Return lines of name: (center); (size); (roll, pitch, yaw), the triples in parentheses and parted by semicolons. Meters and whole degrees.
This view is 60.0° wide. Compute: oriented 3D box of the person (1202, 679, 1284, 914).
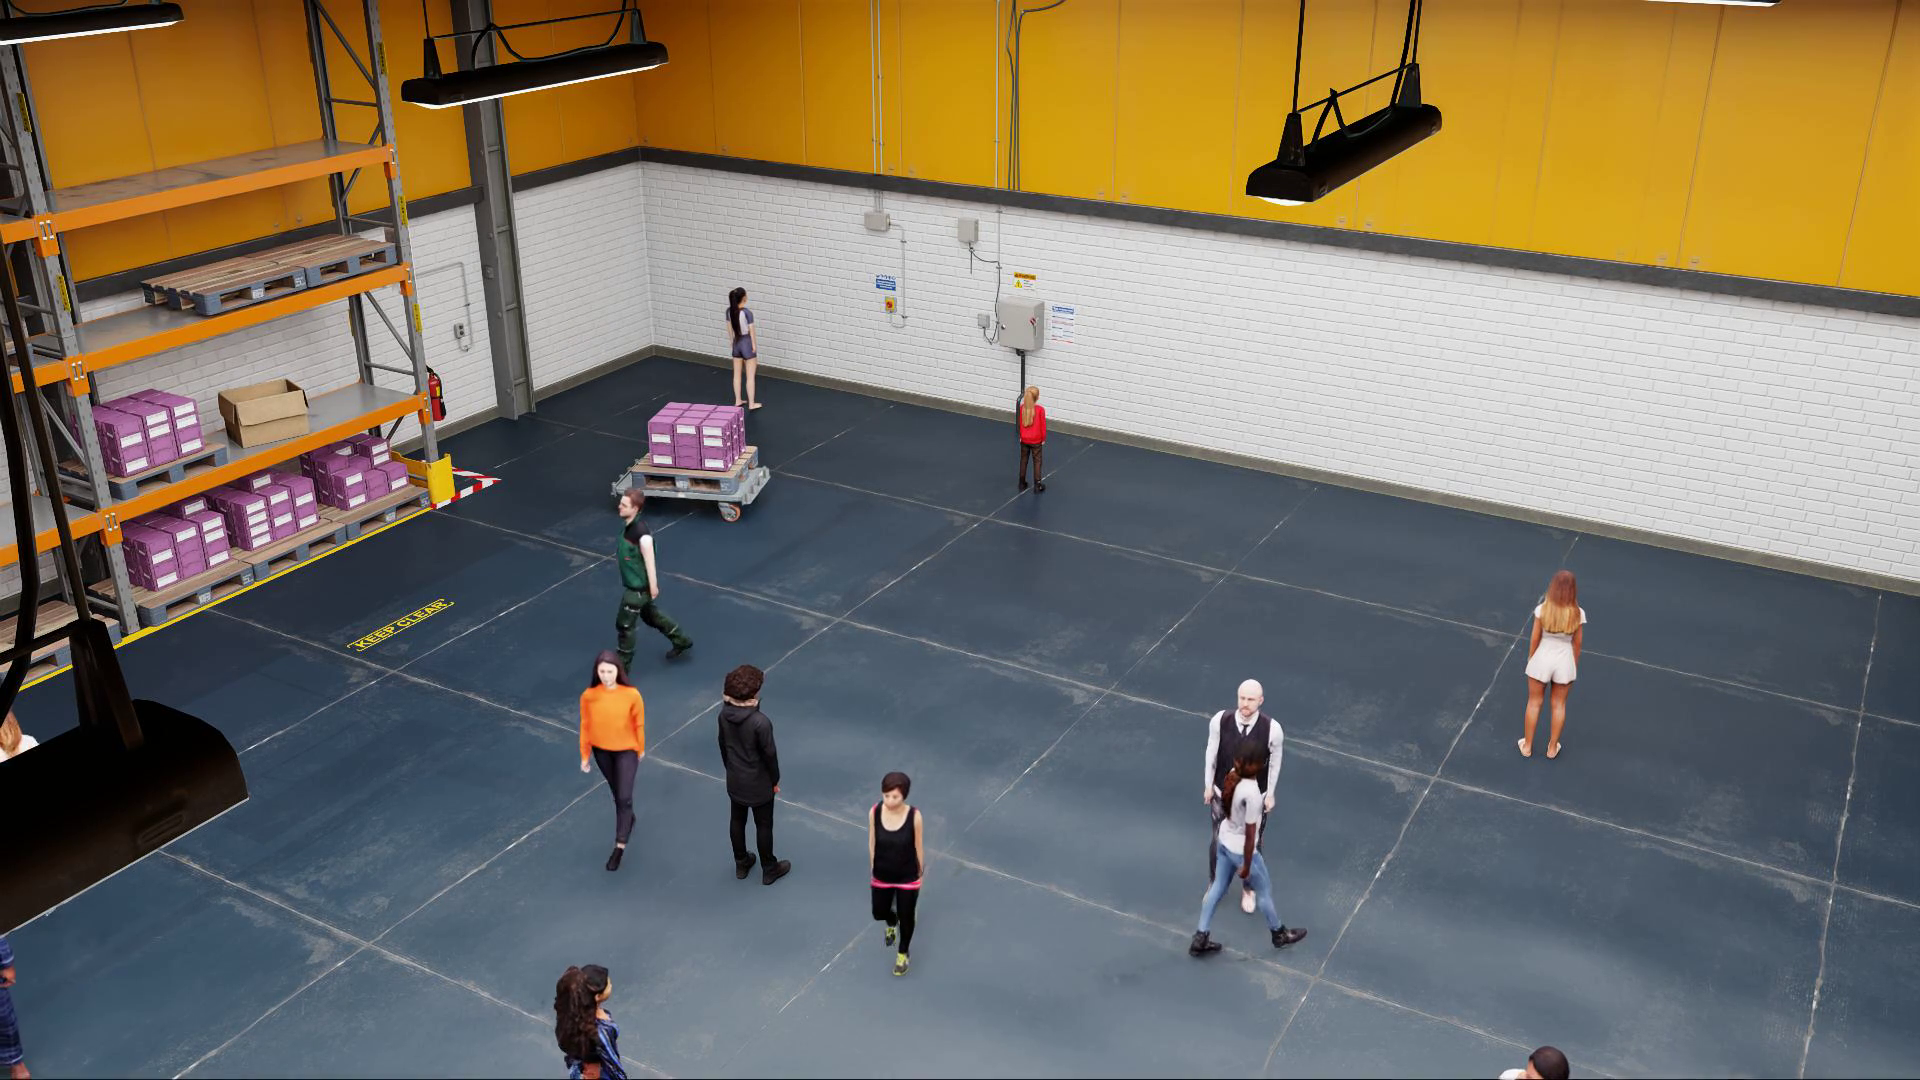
person: (2.016, 1.818, 11.932); (0.745, 1.824, 0.686); (6, 24, 14)

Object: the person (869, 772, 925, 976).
person: (-0.405, 2.220, 11.365); (0.644, 1.541, 0.743); (5, 24, 11)

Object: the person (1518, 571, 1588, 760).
person: (4.940, 1.036, 13.877); (0.622, 1.697, 0.630); (6, 24, 14)

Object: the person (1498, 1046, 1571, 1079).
person: (2.965, 3.321, 8.663); (0.685, 1.687, 0.651); (18, 29, 35)

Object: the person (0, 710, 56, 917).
person: (-6.624, 1.943, 11.789); (0.673, 1.708, 0.720); (13, 27, 28)

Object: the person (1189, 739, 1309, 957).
person: (1.833, 2.135, 11.377); (1.121, 1.687, 1.052); (-7, 25, -15)

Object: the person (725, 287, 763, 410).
person: (-2.893, -2.559, 22.162); (0.594, 1.650, 0.516); (14, 27, 30)

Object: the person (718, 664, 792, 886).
person: (-1.539, 1.725, 12.198); (0.632, 1.781, 0.611); (11, 26, 23)

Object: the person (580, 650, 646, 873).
person: (-2.595, 1.573, 12.639); (0.906, 1.706, 1.182); (3, 24, 8)

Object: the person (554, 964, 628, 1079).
person: (-2.116, 3.088, 9.299); (0.843, 1.605, 0.787); (-12, 26, -25)

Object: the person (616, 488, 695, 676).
person: (-2.871, 0.366, 15.269); (1.206, 1.810, 1.076); (-9, 25, -19)

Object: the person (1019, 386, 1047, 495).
person: (0.840, -1.187, 19.485); (0.491, 1.280, 0.485); (11, 26, 24)
